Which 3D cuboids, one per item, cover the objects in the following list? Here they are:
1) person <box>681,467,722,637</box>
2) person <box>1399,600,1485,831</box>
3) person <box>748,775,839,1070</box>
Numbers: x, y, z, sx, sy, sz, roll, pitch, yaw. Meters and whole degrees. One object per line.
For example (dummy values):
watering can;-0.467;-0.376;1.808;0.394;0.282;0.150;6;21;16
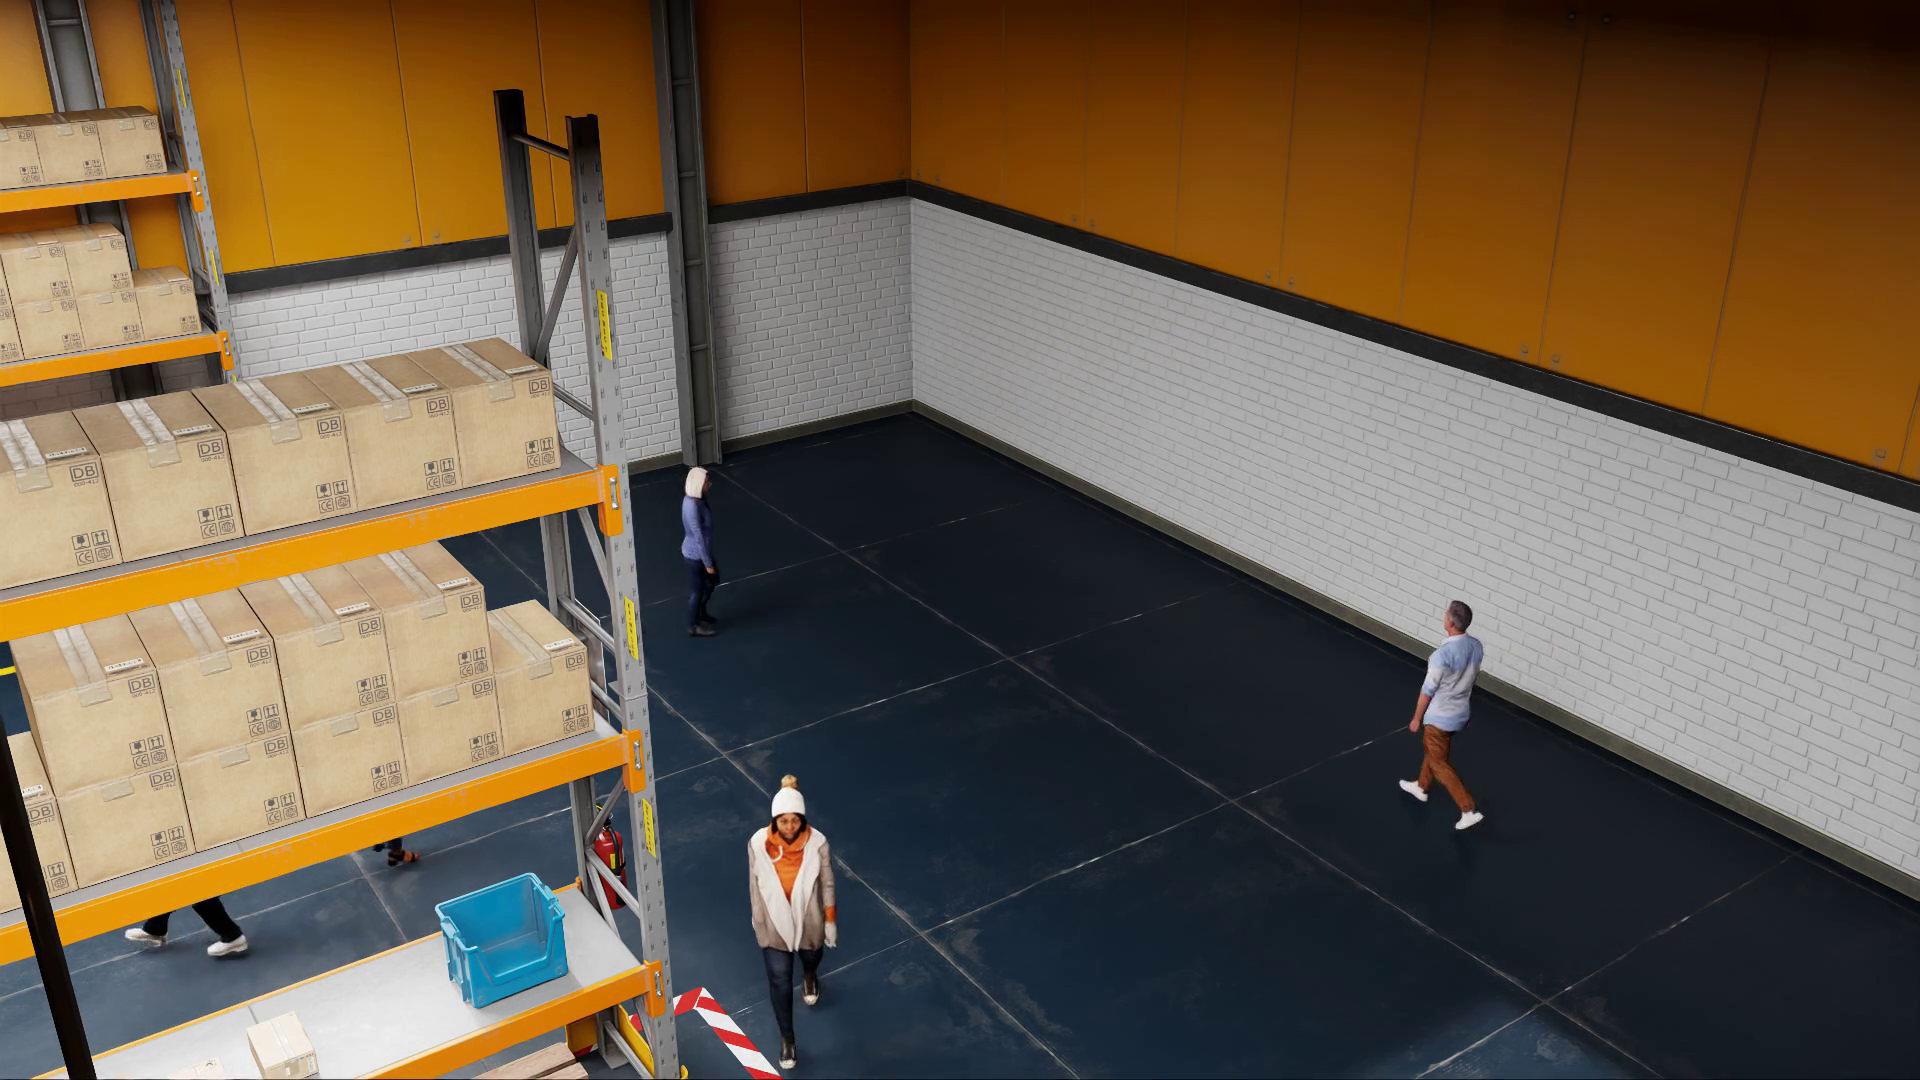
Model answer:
person;-2.555;0.120;15.677;0.755;1.732;0.751;-3;24;-7
person;3.784;1.366;12.741;1.047;1.800;0.768;-18;29;-35
person;-1.046;2.303;10.538;1.213;1.847;1.125;-2;24;-6
